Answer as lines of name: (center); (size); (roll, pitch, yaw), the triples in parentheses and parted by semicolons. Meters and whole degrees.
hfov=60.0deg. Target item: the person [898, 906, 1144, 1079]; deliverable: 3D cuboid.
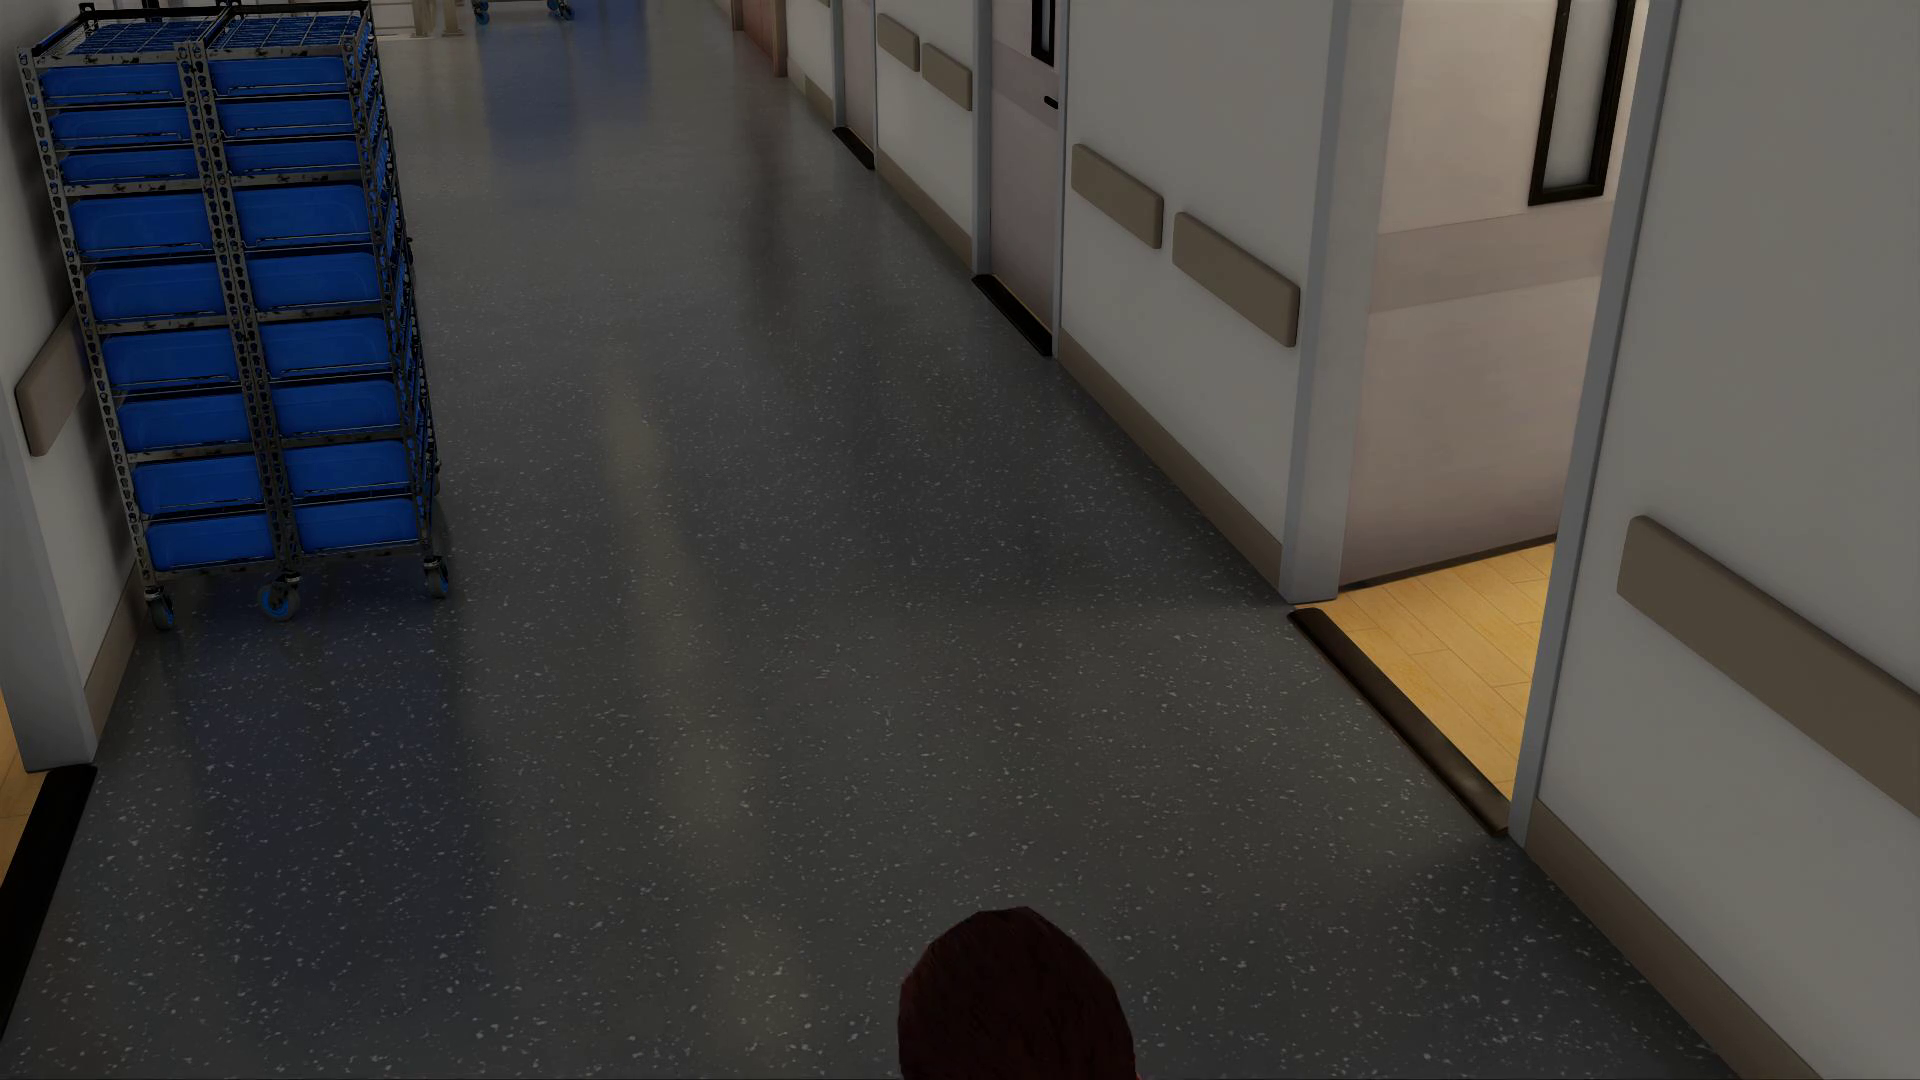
person: (0.118, 1.110, 1.396); (0.569, 1.713, 1.149); (-6, 26, -13)
